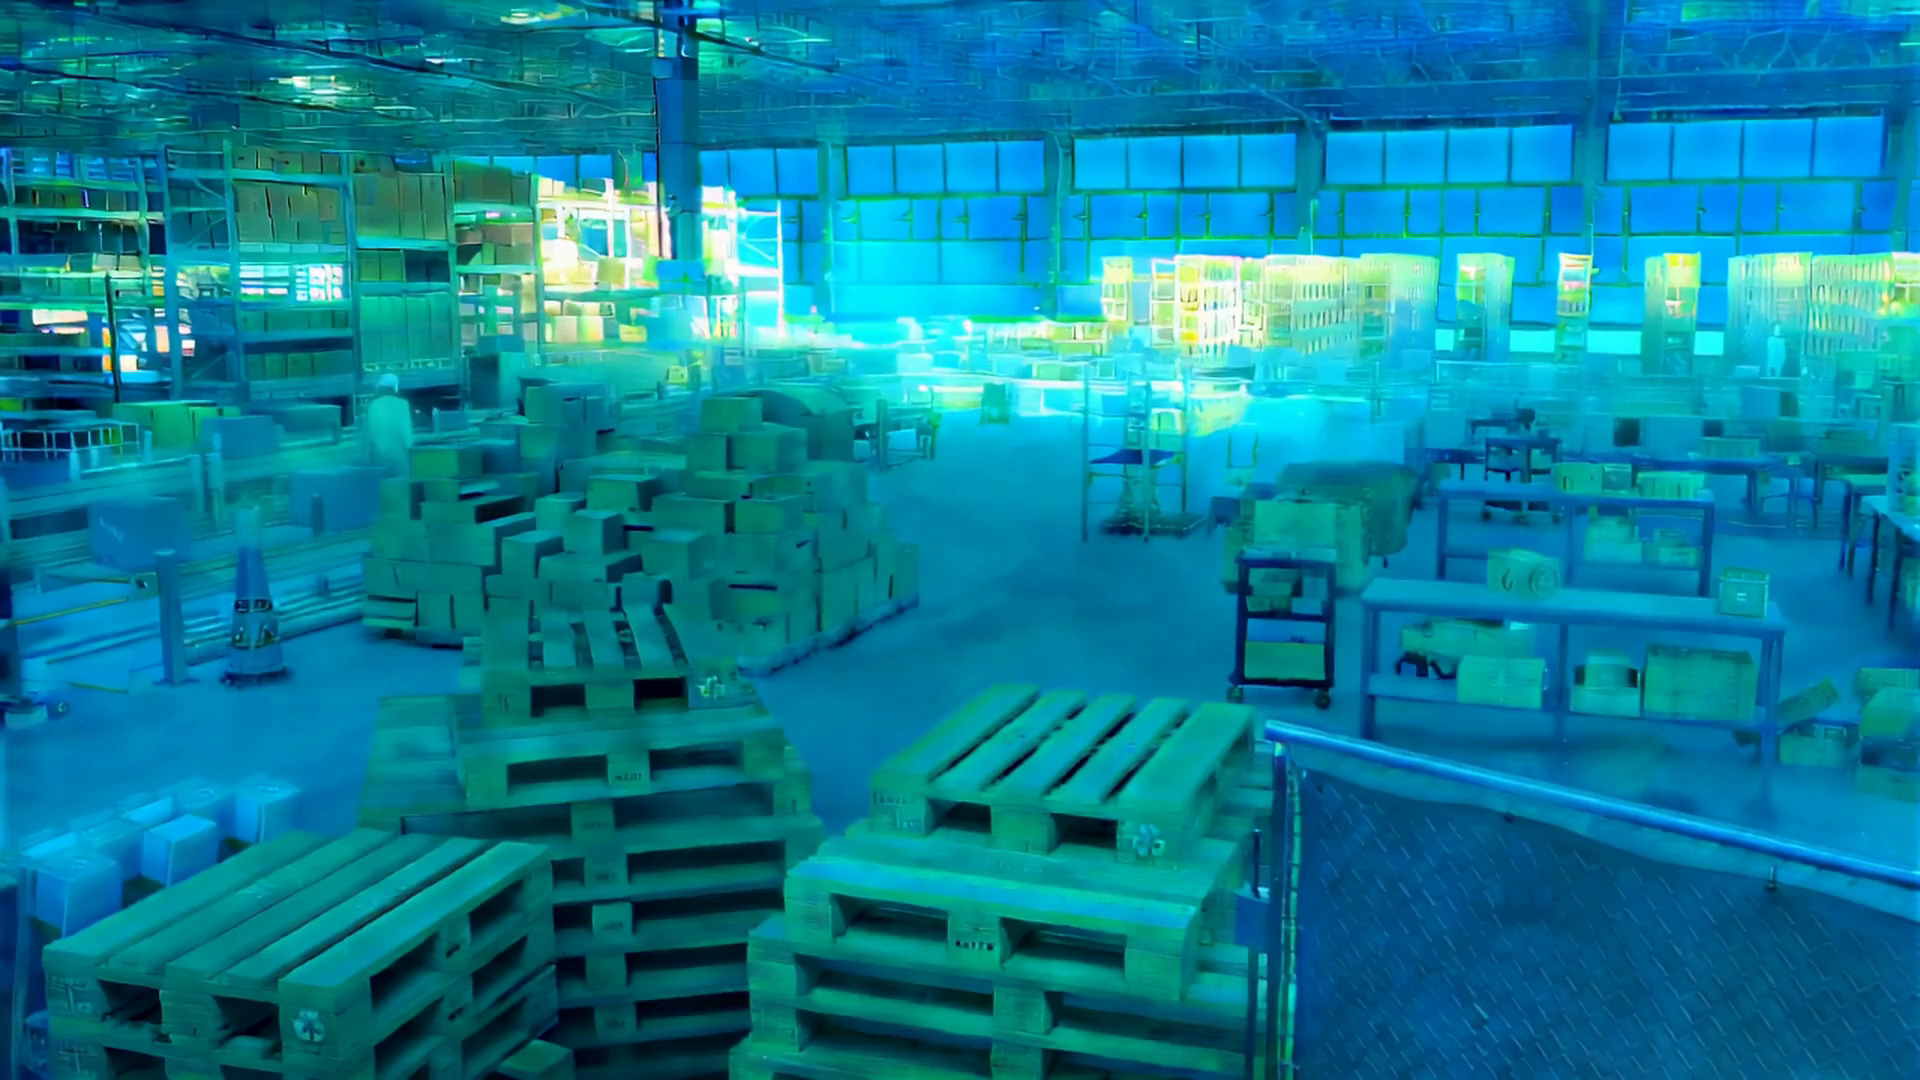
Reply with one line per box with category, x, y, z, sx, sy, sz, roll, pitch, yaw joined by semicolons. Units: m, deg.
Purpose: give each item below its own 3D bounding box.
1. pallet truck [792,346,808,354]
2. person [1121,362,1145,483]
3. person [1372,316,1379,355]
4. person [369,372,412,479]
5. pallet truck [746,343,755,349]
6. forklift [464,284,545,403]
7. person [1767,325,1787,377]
pallet truck;-3.705;-4.298;42.022;0.653;1.274;1.630;3;10;20
person;2.537;-1.714;24.336;0.326;1.769;0.524;4;10;22
person;13.127;-6.337;52.647;0.378;1.995;0.609;3;10;20
person;-7.124;-1.200;20.950;0.628;1.814;0.443;3;10;20
pallet truck;-6.183;-4.618;44.264;1.601;1.201;0.680;-9;12;-43
forklift;-10.832;-4.702;39.610;1.129;2.768;1.873;3;10;20
person;18.728;-3.985;38.159;0.407;1.906;0.655;6;11;34
